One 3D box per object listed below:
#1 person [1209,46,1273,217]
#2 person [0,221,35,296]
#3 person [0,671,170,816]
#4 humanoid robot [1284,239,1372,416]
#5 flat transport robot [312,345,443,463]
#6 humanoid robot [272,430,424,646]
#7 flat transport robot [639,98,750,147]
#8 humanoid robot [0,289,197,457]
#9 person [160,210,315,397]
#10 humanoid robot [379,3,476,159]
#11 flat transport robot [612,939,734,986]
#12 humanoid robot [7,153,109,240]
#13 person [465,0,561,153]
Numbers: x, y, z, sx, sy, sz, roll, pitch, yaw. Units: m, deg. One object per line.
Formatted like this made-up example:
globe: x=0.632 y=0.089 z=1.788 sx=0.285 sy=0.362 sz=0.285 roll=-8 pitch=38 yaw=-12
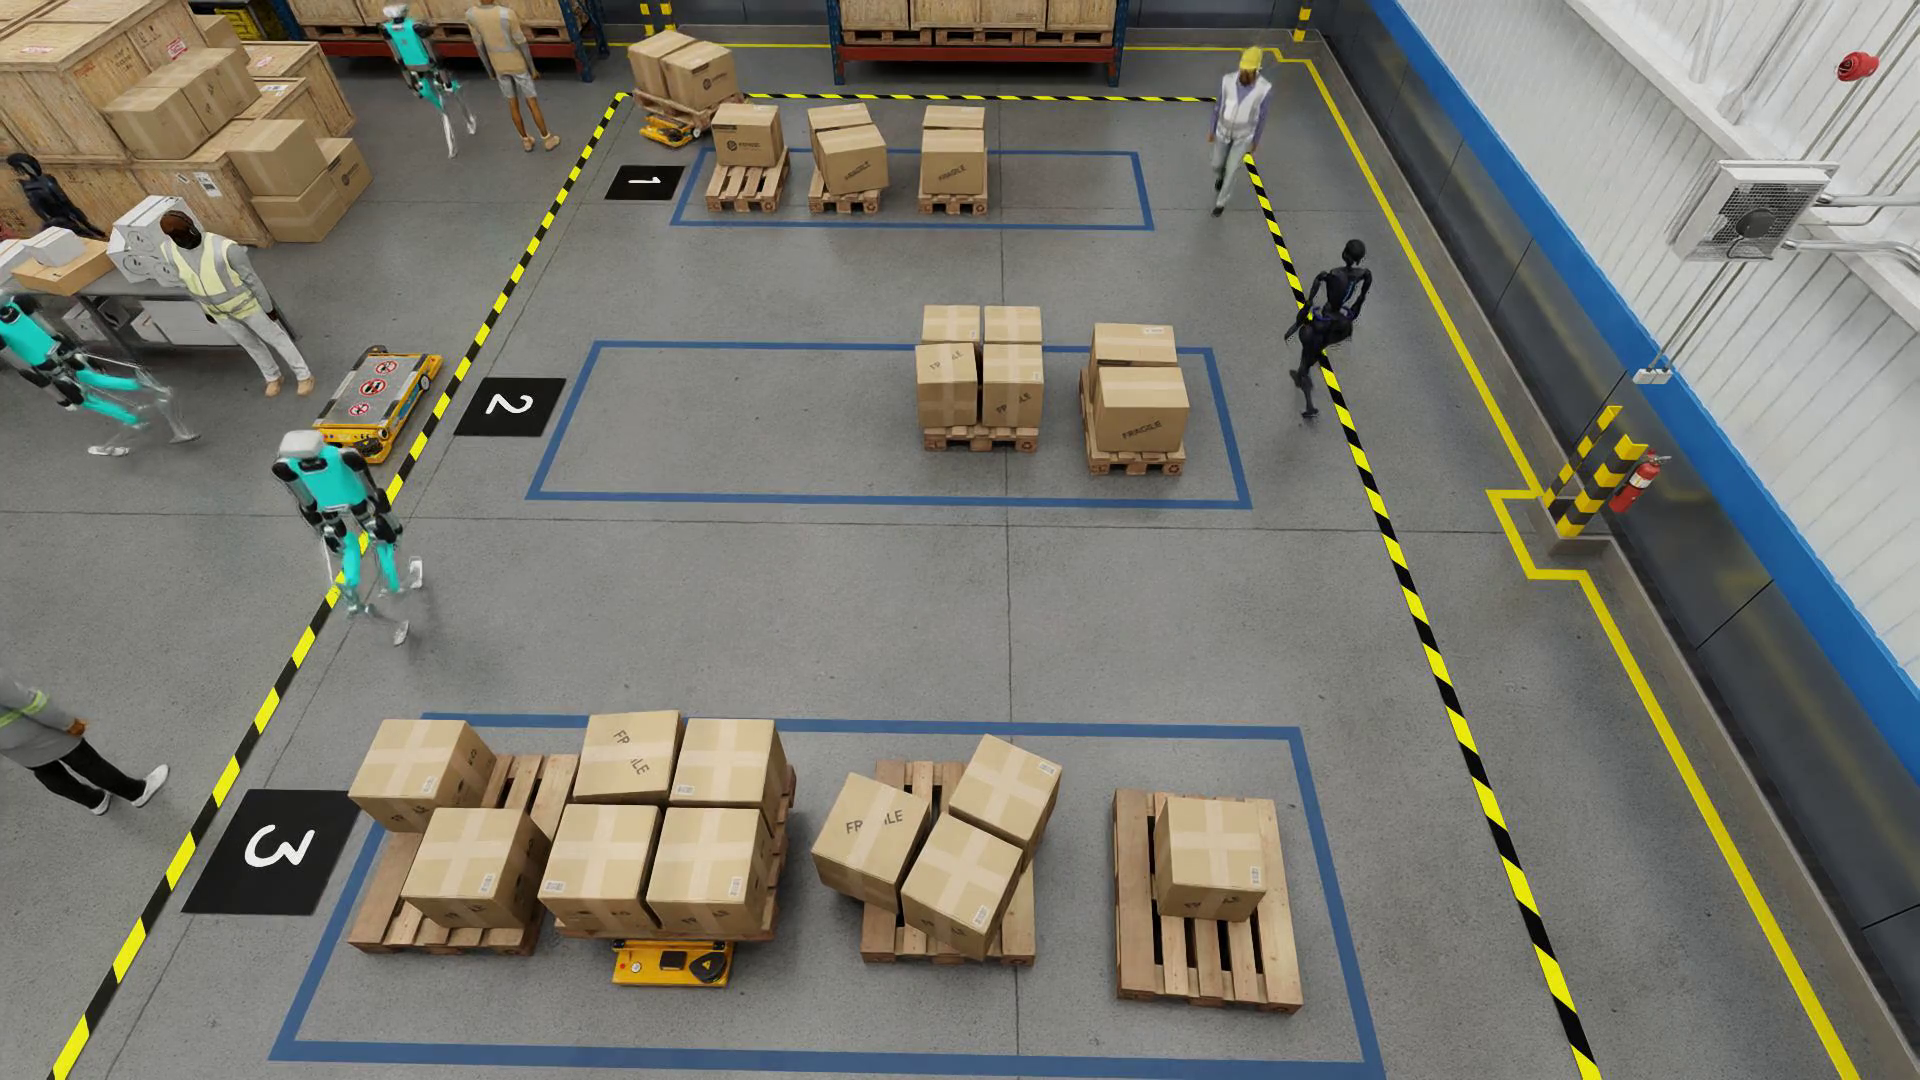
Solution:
person: x=3.085 y=-4.572 z=10.216 sx=0.590 sy=1.820 sz=0.581 roll=22 pitch=53 yaw=17
person: x=-9.886 y=-3.331 z=9.135 sx=0.399 sy=1.883 sz=0.626 roll=-18 pitch=52 yaw=-14
person: x=-5.555 y=1.081 z=5.416 sx=0.589 sy=1.852 sz=0.401 roll=-6 pitch=50 yaw=-5
humanoid robot: x=3.233 y=-1.861 z=8.048 sx=0.609 sy=1.650 sz=0.729 roll=-7 pitch=50 yaw=-6
flat transport robot: x=-5.383 y=-1.269 z=8.441 sx=0.659 sy=0.231 sz=1.431 roll=1 pitch=50 yaw=1
humanoid robot: x=-4.172 y=0.078 z=6.364 sx=0.542 sy=1.754 sz=1.040 roll=-12 pitch=51 yaw=-10
flat transport robot: x=-3.511 y=-5.654 z=12.133 sx=0.652 sy=0.197 sz=1.431 roll=26 pitch=55 yaw=20
humanoid robot: x=-7.077 y=-1.316 z=7.543 sx=1.053 sy=1.748 sz=0.539 roll=-5 pitch=50 yaw=-4
person: x=-6.377 y=-2.052 z=8.081 sx=0.622 sy=1.837 sz=0.429 roll=-3 pitch=50 yaw=-3
humanoid robot: x=-6.454 y=-5.745 z=11.294 sx=0.531 sy=1.775 sz=1.011 roll=-1 pitch=50 yaw=-1
flat transport robot: x=-1.659 y=1.971 z=5.681 sx=0.652 sy=0.197 sz=1.431 roll=1 pitch=50 yaw=1
humanoid robot: x=-8.633 y=-2.983 z=8.980 sx=0.735 sy=1.632 sz=0.603 roll=-12 pitch=51 yaw=-10
person: x=-5.420 y=-5.721 z=11.054 sx=0.604 sy=2.033 sz=0.396 roll=0 pitch=50 yaw=0
